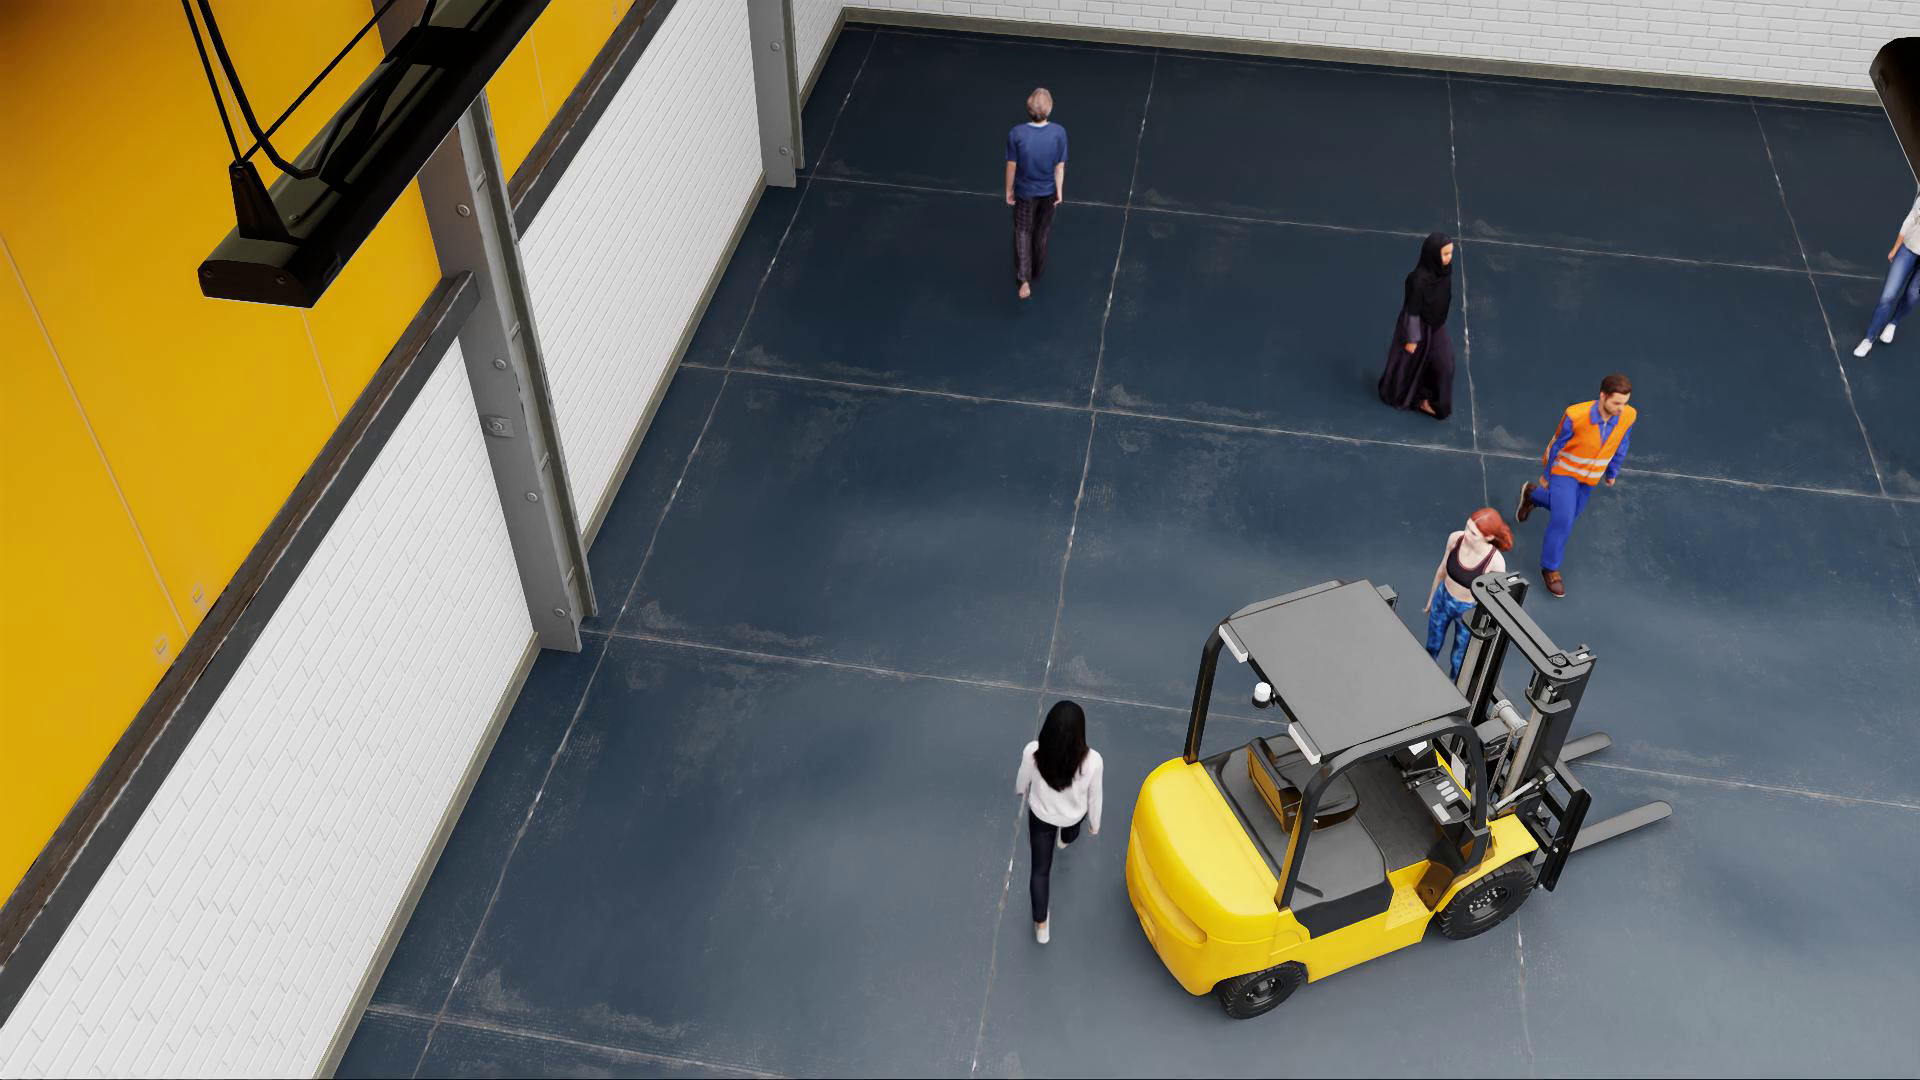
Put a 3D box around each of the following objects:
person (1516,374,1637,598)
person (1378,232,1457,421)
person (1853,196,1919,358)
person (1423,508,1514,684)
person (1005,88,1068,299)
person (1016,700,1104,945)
[{"bbox_3d":[4.135,-0.501,11.335,0.948,1.820,1.196,-7,44,-7],"label":"person"},{"bbox_3d":[3.480,-1.692,12.740,0.920,1.607,0.979,-26,49,-24],"label":"person"},{"bbox_3d":[7.694,-2.285,13.297,0.860,1.696,1.008,27,50,26],"label":"person"},{"bbox_3d":[3.094,0.464,10.347,0.720,1.785,0.671,-32,52,-29],"label":"person"},{"bbox_3d":[0.632,-2.833,13.761,0.775,1.849,1.030,0,44,0],"label":"person"},{"bbox_3d":[0.531,1.594,9.259,0.705,1.651,1.151,3,44,4],"label":"person"}]
